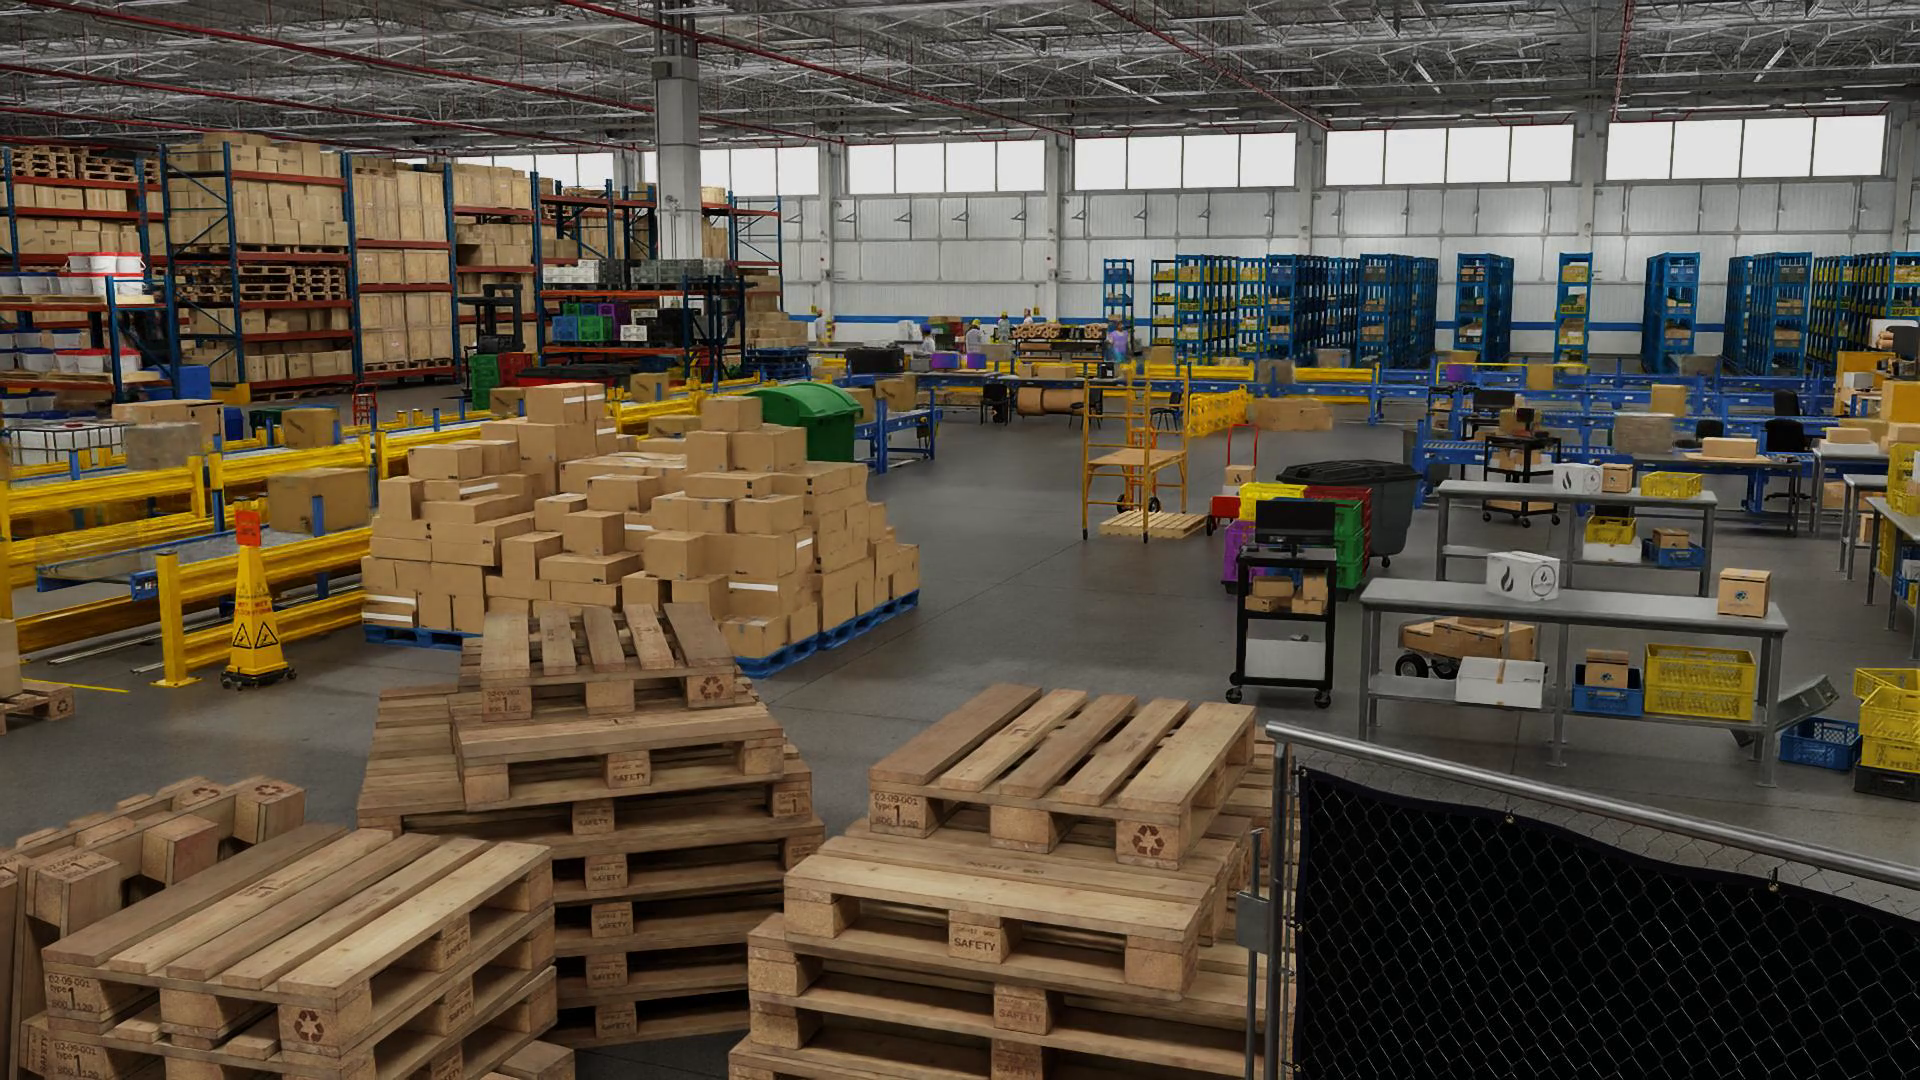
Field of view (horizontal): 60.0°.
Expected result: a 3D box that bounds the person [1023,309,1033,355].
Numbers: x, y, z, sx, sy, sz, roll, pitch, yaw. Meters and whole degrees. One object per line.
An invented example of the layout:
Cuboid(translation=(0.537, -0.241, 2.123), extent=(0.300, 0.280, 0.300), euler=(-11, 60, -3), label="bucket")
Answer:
Cuboid(translation=(2.261, -6.873, 56.290), extent=(0.408, 1.906, 0.653), euler=(1, 9, 4), label="person")

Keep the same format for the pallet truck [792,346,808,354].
Cuboid(translation=(-3.705, -4.298, 42.022), extent=(0.653, 1.274, 1.630), euler=(3, 10, 20), label="pallet truck")

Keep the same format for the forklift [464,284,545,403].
Cuboid(translation=(-10.832, -4.702, 39.610), extent=(1.129, 2.768, 1.873), euler=(3, 10, 20), label="forklift")

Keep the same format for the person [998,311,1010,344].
Cuboid(translation=(1.613, -7.515, 60.870), extent=(0.485, 1.734, 0.349), euler=(-5, 10, -29), label="person")

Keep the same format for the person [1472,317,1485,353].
Cuboid(translation=(15.570, -5.800, 49.951), extent=(0.944, 1.785, 0.616), euler=(8, 12, 42), label="person")

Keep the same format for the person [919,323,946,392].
Cuboid(translation=(-0.660, -4.081, 38.697), extent=(0.785, 1.928, 0.610), euler=(3, 9, 17), label="person")

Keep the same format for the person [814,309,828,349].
Cuboid(translation=(-5.324, -7.987, 63.867), extent=(0.558, 1.727, 0.796), euler=(-4, 10, -26), label="person")

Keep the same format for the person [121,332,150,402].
Cuboid(translation=(-17.339, -3.434, 34.901), extent=(1.043, 1.836, 0.659), euler=(0, 9, -1), label="person")

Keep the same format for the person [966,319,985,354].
Cuboid(translation=(0.456, -5.193, 45.971), extent=(0.589, 1.834, 0.403), euler=(5, 10, 29), label="person")

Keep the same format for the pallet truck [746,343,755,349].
Cuboid(translation=(-6.183, -4.618, 44.264), extent=(1.601, 1.201, 0.680), euler=(-9, 12, -43), label="pallet truck")

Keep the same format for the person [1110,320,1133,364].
Cuboid(translation=(4.379, -5.150, 45.798), extent=(0.589, 1.813, 0.918), euler=(-4, 10, -23), label="person")

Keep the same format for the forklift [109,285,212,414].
Cuboid(translation=(-17.275, -4.104, 35.856), extent=(1.873, 2.768, 1.129), euler=(3, 10, 20), label="forklift")

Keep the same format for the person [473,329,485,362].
Cuboid(translation=(-12.040, -4.481, 41.964), extent=(0.321, 1.694, 0.534), euler=(8, 12, 41), label="person")

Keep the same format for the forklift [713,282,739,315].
Cuboid(translation=(-7.295, -6.605, 51.560), extent=(1.873, 2.768, 1.129), euler=(8, 12, 42), label="forklift")
